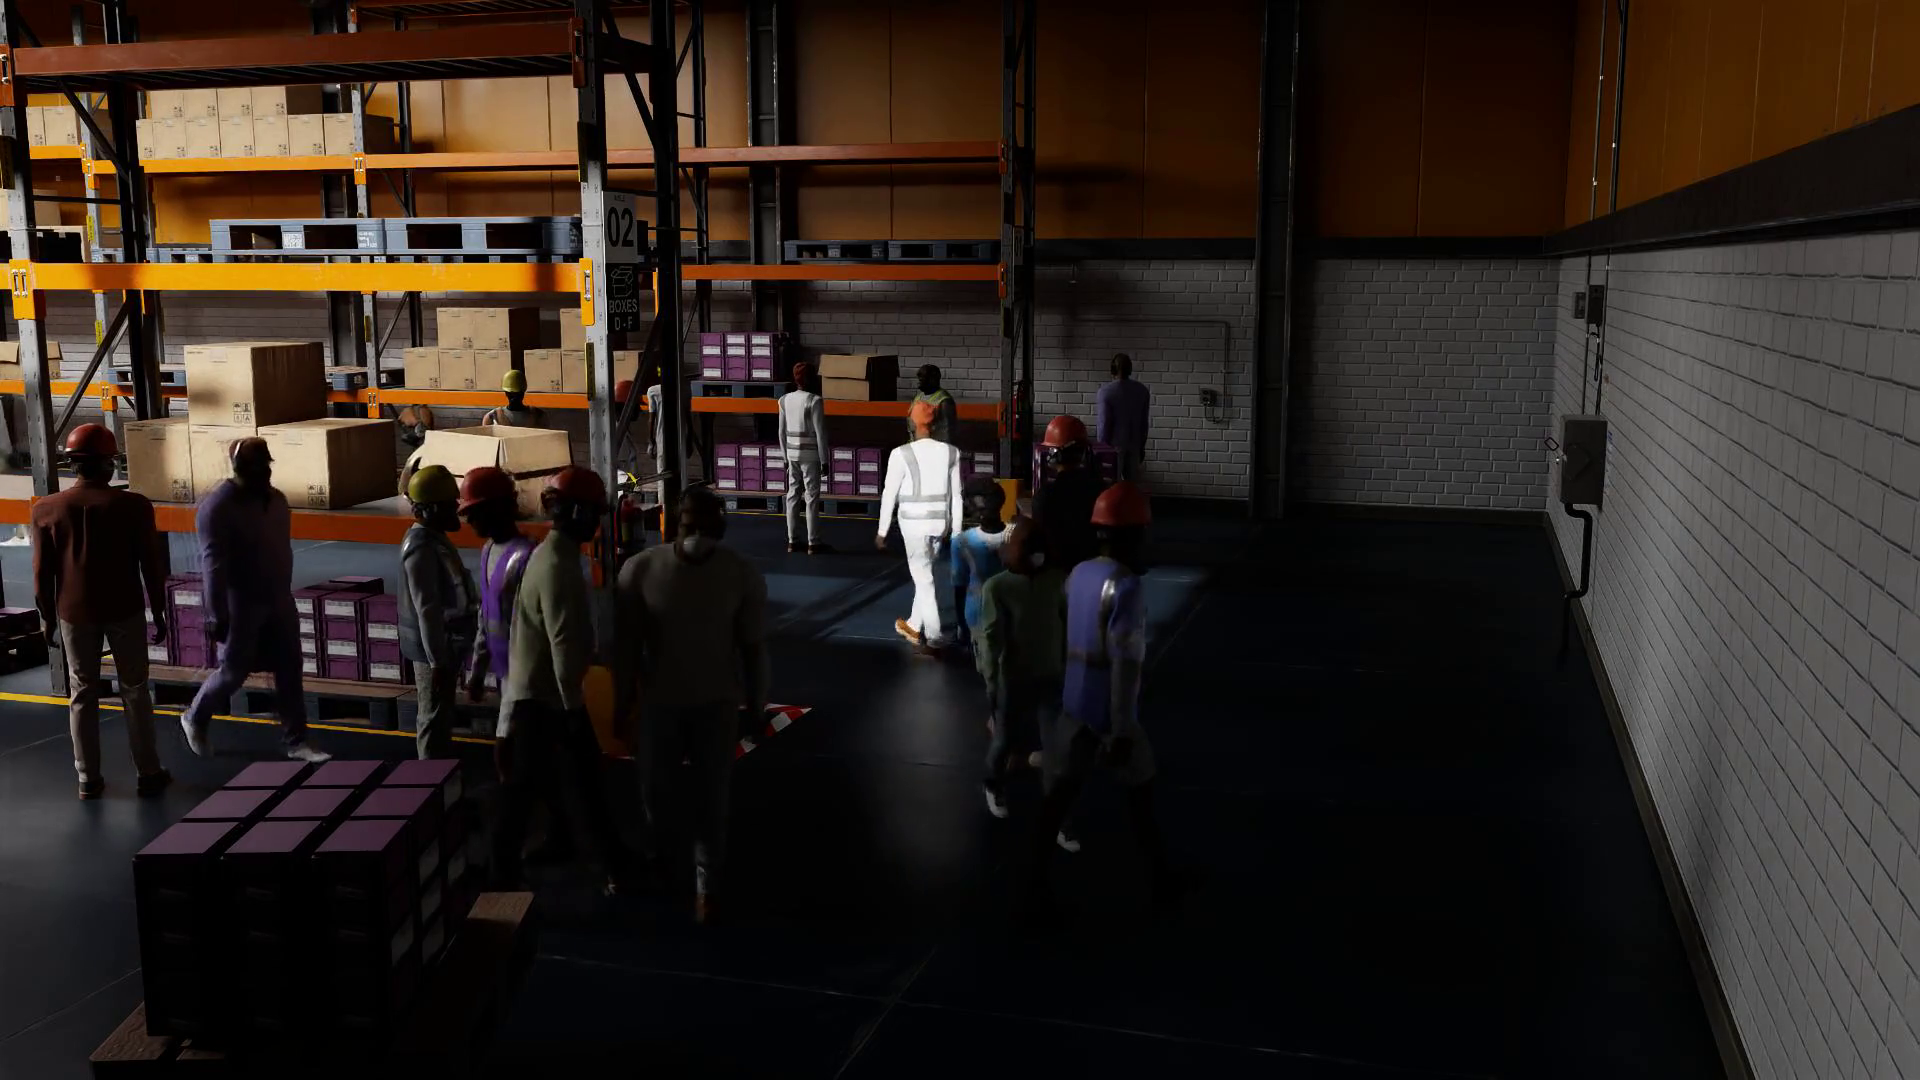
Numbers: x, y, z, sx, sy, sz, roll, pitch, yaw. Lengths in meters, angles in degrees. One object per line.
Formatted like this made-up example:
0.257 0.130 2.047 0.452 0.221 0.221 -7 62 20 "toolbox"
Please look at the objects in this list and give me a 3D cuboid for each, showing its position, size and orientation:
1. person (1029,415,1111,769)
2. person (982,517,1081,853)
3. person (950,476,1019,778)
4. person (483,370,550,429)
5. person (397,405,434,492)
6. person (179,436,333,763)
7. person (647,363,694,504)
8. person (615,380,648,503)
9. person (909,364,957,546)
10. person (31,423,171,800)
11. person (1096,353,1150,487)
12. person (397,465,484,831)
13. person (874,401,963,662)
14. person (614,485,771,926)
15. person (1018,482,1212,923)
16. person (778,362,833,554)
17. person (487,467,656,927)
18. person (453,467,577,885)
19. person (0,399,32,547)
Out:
0.601 0.297 9.307 0.621 1.992 0.397 -8 13 -42 "person"
0.336 0.670 8.251 0.504 1.599 0.818 -3 10 -16 "person"
0.217 0.449 9.395 0.526 1.645 0.807 -2 9 -10 "person"
-3.886 -0.543 14.677 0.581 1.919 0.396 -4 10 -23 "person"
-3.821 -0.047 11.897 0.429 1.837 0.636 -3 10 -16 "person"
-4.044 0.342 9.403 0.857 1.884 0.654 4 10 22 "person"
-3.136 -1.060 18.011 0.499 1.861 0.327 -5 10 -26 "person"
-2.607 -0.283 13.020 0.376 1.933 0.551 -2 10 -12 "person"
-0.295 -0.849 16.757 0.429 1.842 0.629 -6 11 -33 "person"
-4.542 0.377 8.824 0.623 1.990 0.390 -3 10 -16 "person"
1.646 -0.936 16.994 0.636 1.938 0.354 -6 11 -31 "person"
-2.602 0.535 8.344 0.403 1.835 0.588 -3 10 -17 "person"
-0.337 -0.084 12.089 0.580 1.847 0.918 -6 11 -35 "person"
-1.147 0.689 7.187 0.672 1.920 0.621 -1 9 -7 "person"
0.652 0.699 7.149 0.974 1.889 0.567 -5 11 -29 "person"
-1.518 -0.799 16.328 0.573 1.883 0.354 7 11 35 "person"
-1.676 0.679 7.132 0.851 1.936 0.832 -2 9 -9 "person"
-2.110 0.617 7.681 0.734 1.887 0.616 -7 12 -37 "person"
-9.771 -0.824 16.629 0.777 1.832 0.543 -2 9 -10 "person"
